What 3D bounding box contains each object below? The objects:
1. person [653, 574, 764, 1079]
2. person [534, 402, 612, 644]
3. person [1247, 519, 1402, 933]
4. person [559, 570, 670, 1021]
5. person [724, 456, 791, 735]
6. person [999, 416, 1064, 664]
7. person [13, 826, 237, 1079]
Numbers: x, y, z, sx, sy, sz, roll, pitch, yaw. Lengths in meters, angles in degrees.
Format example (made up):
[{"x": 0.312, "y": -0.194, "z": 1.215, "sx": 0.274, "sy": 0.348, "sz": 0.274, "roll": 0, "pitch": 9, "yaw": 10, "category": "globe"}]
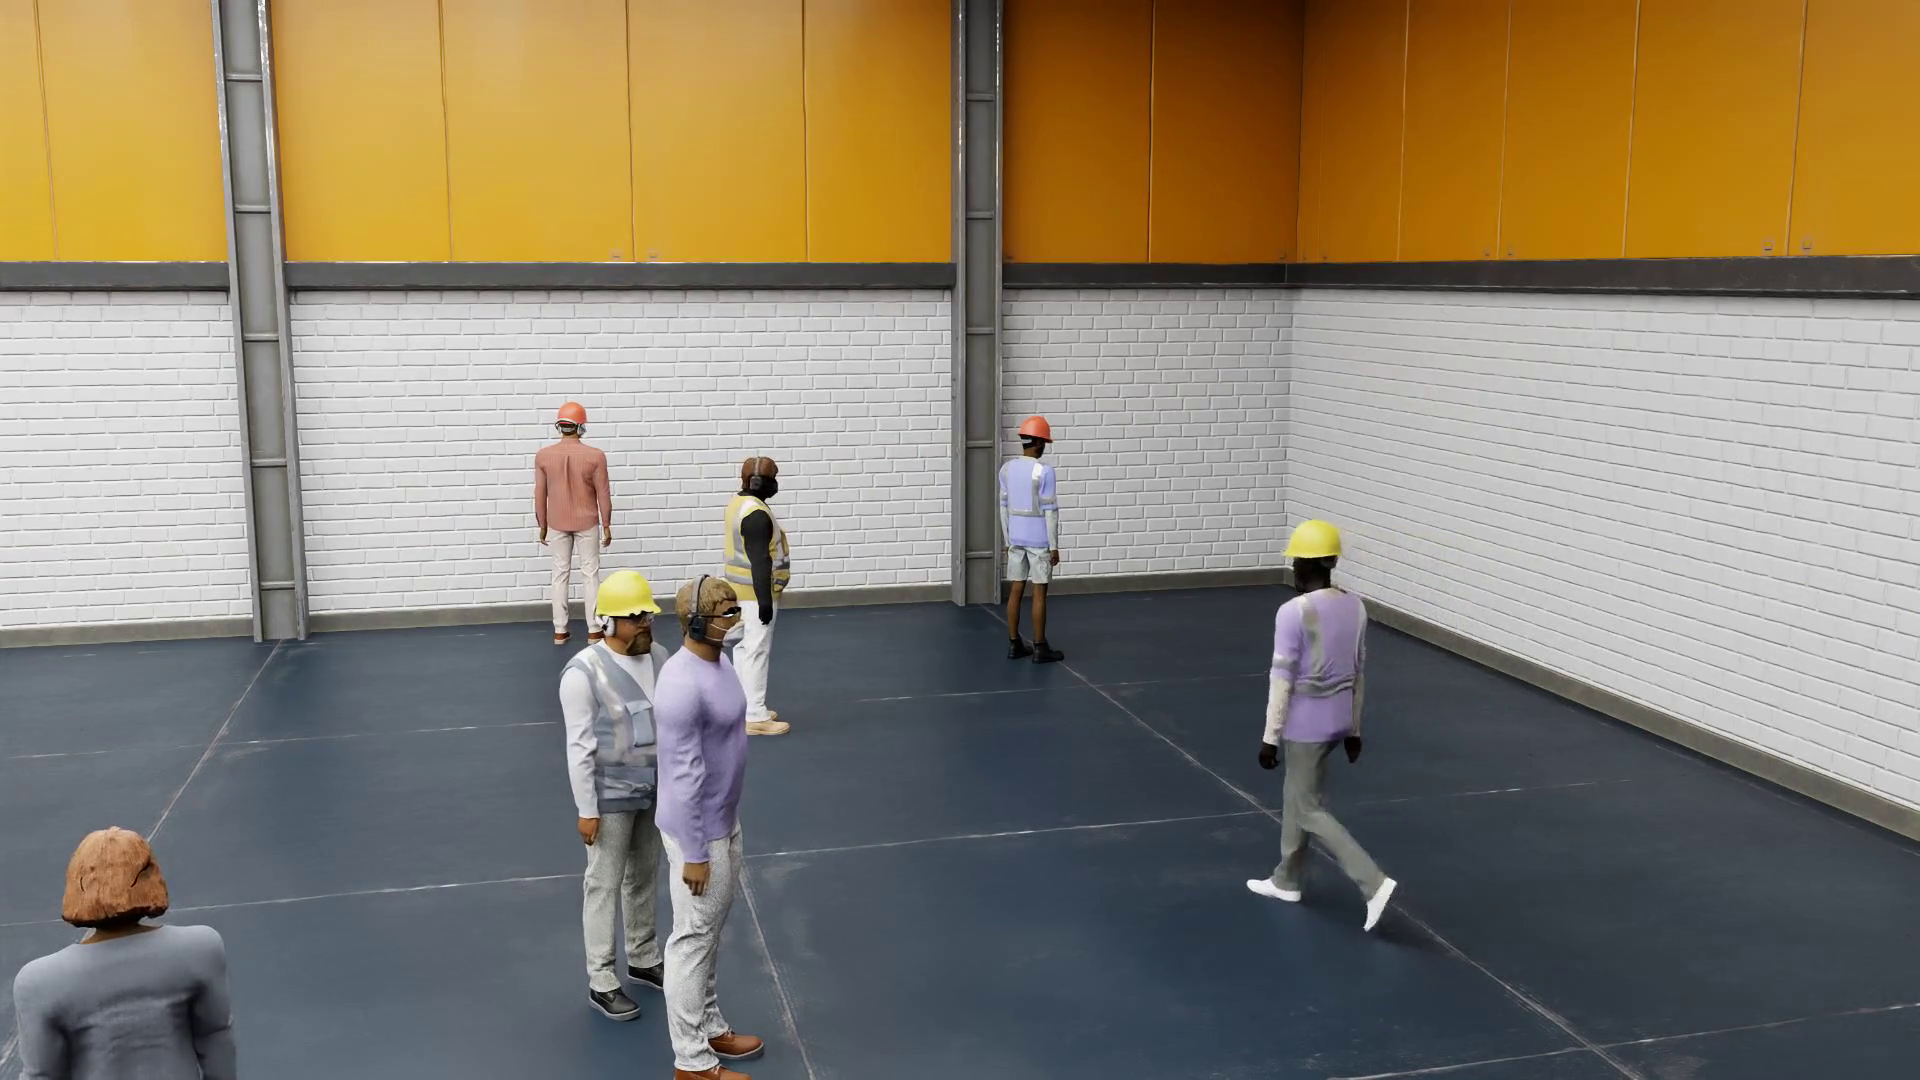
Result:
[{"x": -0.940, "y": 1.082, "z": 6.208, "sx": 0.373, "sy": 1.940, "sz": 0.627, "roll": 0, "pitch": 9, "yaw": 3, "category": "person"}, {"x": -3.154, "y": -0.134, "z": 13.620, "sx": 0.623, "sy": 1.993, "sz": 0.384, "roll": 0, "pitch": 9, "yaw": 1, "category": "person"}, {"x": 1.708, "y": 0.856, "z": 7.752, "sx": 0.831, "sy": 1.902, "sz": 0.591, "roll": 9, "pitch": 13, "yaw": 44, "category": "person"}, {"x": -1.361, "y": 1.028, "z": 6.869, "sx": 0.403, "sy": 1.835, "sz": 0.588, "roll": 5, "pitch": 10, "yaw": 29, "category": "person"}, {"x": -1.336, "y": 0.360, "z": 11.025, "sx": 0.429, "sy": 1.840, "sz": 0.632, "roll": -3, "pitch": 10, "yaw": -18, "category": "person"}, {"x": 0.567, "y": -0.001, "z": 13.001, "sx": 0.543, "sy": 1.928, "sz": 0.370, "roll": 8, "pitch": 12, "yaw": 41, "category": "person"}, {"x": -2.132, "y": 1.539, "z": 4.301, "sx": 0.503, "sy": 1.631, "sz": 0.282, "roll": -7, "pitch": 11, "yaw": -35, "category": "person"}]
